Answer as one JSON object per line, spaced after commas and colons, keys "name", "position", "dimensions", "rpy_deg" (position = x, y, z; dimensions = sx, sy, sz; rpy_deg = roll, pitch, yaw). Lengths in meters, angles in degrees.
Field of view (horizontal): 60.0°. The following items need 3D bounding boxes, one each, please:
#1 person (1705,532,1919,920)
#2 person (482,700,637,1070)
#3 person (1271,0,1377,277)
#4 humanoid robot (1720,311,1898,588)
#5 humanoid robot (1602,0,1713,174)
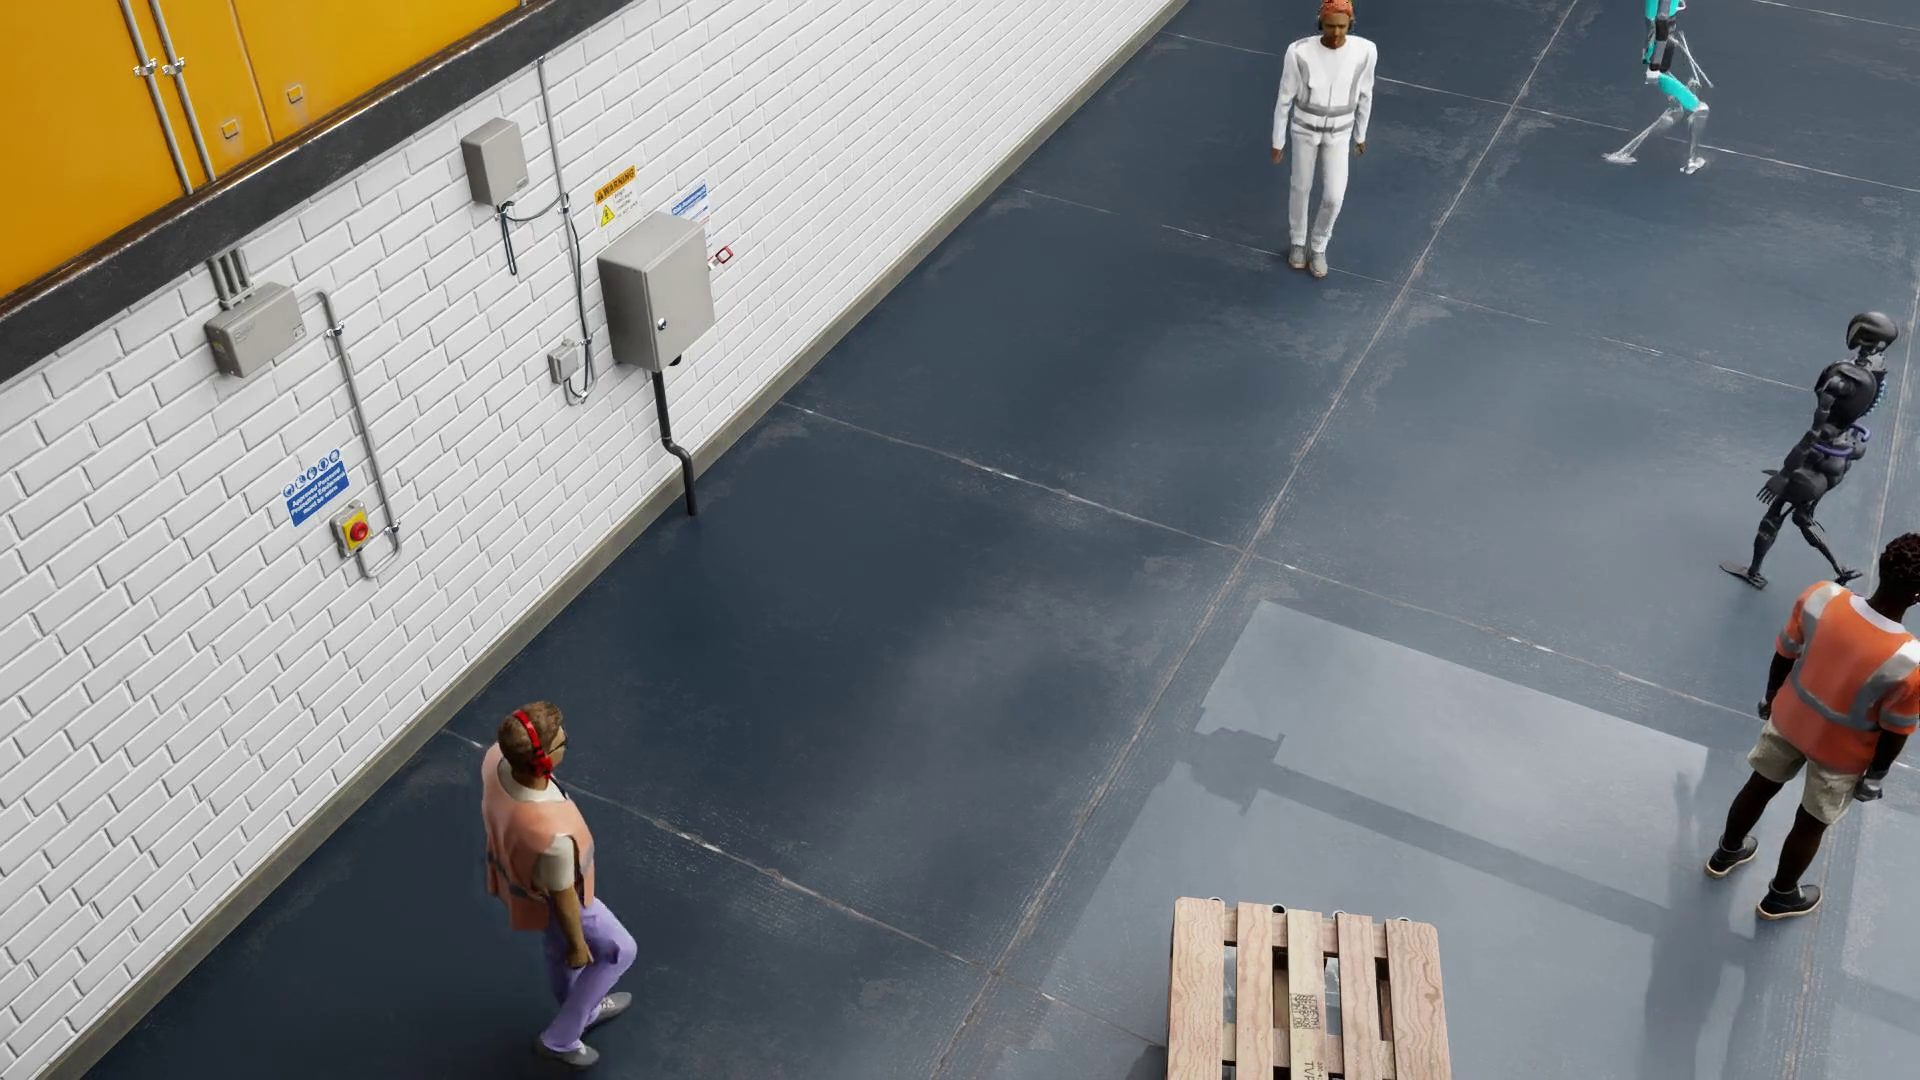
{"name": "person", "position": [3.471, 0.757, 6.663], "dimensions": [0.369, 1.964, 0.607], "rpy_deg": [-19, 44, -21]}
{"name": "person", "position": [-1.483, 1.293, 6.140], "dimensions": [0.444, 1.833, 0.558], "rpy_deg": [-28, 48, -28]}
{"name": "person", "position": [2.283, -2.525, 10.541], "dimensions": [0.615, 1.865, 0.573], "rpy_deg": [4, 41, 5]}
{"name": "humanoid robot", "position": [4.296, -0.365, 8.196], "dimensions": [0.597, 1.643, 0.555], "rpy_deg": [-29, 49, -30]}
{"name": "humanoid robot", "position": [5.134, -3.373, 11.652], "dimensions": [0.922, 1.795, 0.546], "rpy_deg": [17, 43, 18]}
